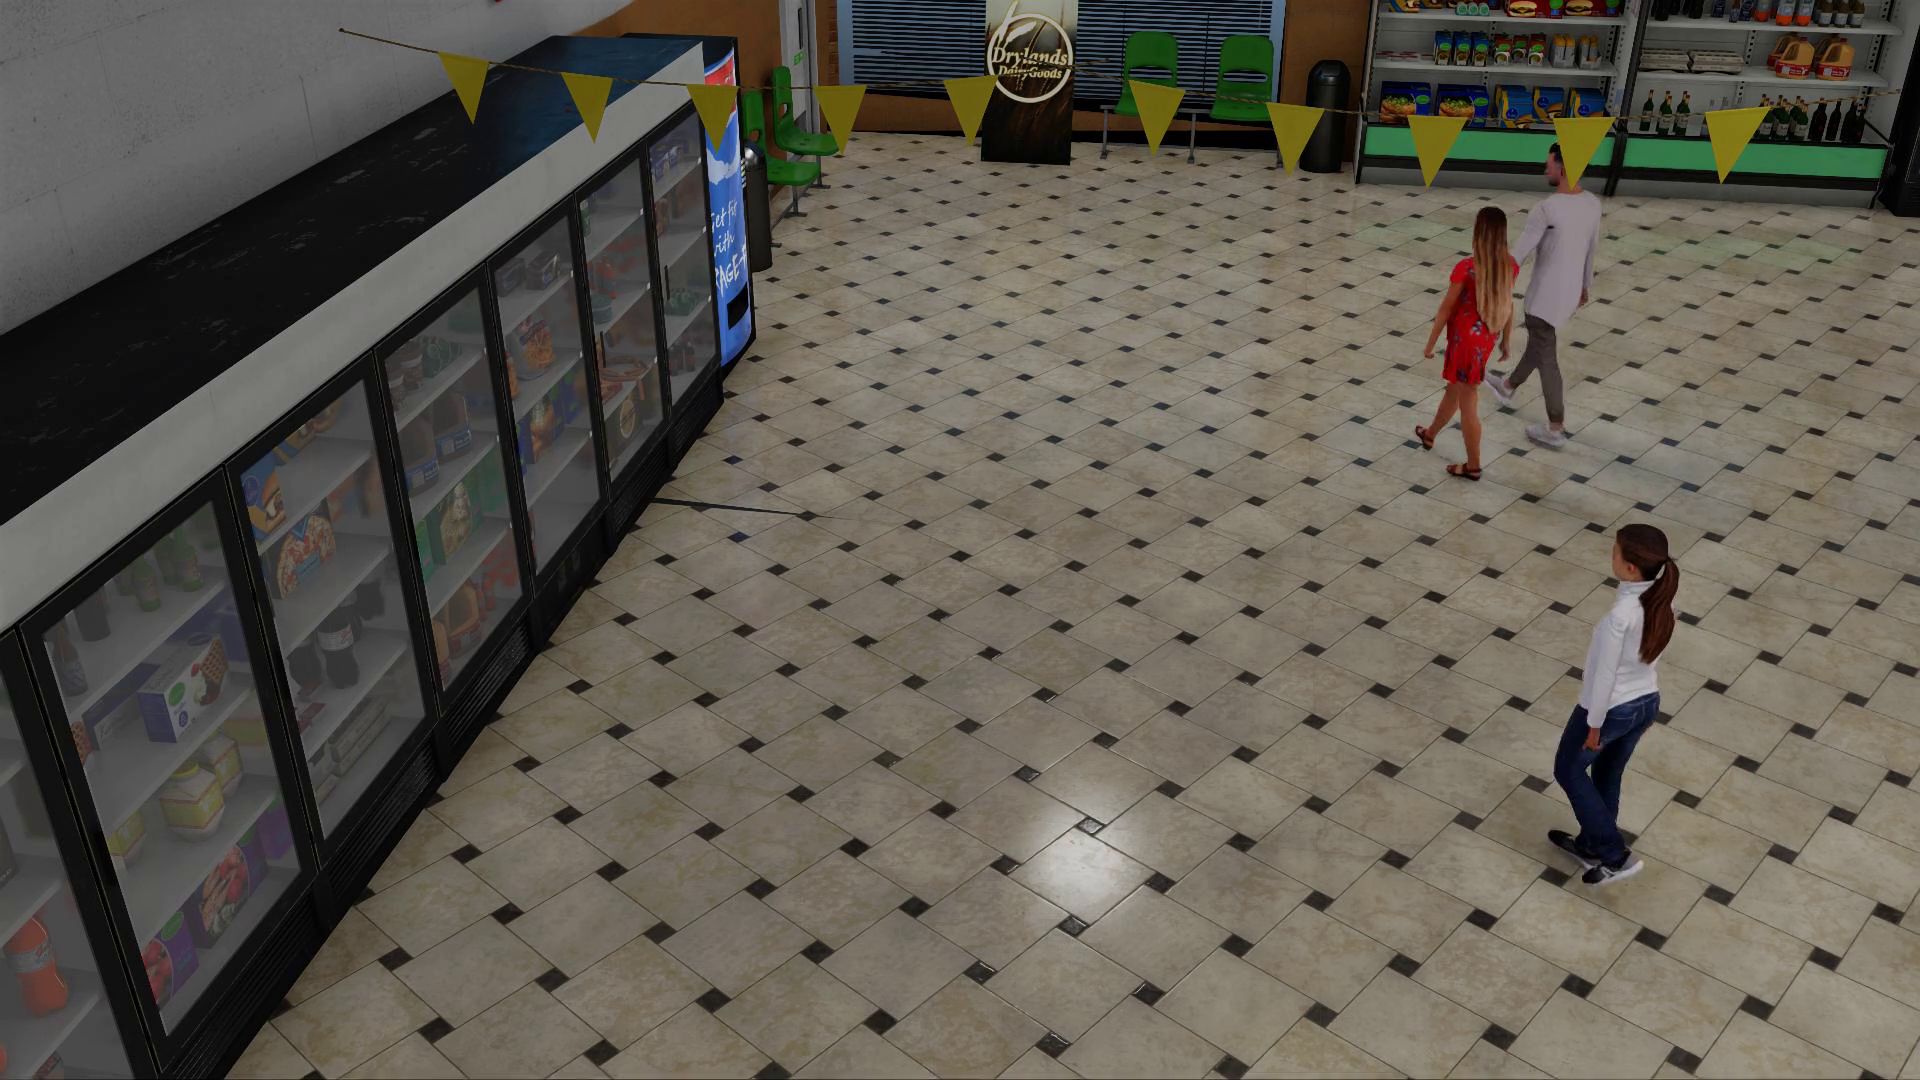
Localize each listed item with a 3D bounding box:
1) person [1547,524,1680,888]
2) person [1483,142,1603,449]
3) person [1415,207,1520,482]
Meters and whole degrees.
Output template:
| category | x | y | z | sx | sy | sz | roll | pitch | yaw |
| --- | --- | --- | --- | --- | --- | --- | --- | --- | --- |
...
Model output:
| category | x | y | z | sx | sy | sz | roll | pitch | yaw |
| --- | --- | --- | --- | --- | --- | --- | --- | --- | --- |
| person | 2.553 | 0.683 | 6.308 | 0.747 | 1.543 | 0.790 | -16 | 32 | -26 |
| person | 3.582 | -1.422 | 9.915 | 1.117 | 1.781 | 1.146 | -16 | 32 | -27 |
| person | 2.995 | -1.086 | 9.526 | 0.956 | 1.564 | 0.958 | -12 | 31 | -22 |
